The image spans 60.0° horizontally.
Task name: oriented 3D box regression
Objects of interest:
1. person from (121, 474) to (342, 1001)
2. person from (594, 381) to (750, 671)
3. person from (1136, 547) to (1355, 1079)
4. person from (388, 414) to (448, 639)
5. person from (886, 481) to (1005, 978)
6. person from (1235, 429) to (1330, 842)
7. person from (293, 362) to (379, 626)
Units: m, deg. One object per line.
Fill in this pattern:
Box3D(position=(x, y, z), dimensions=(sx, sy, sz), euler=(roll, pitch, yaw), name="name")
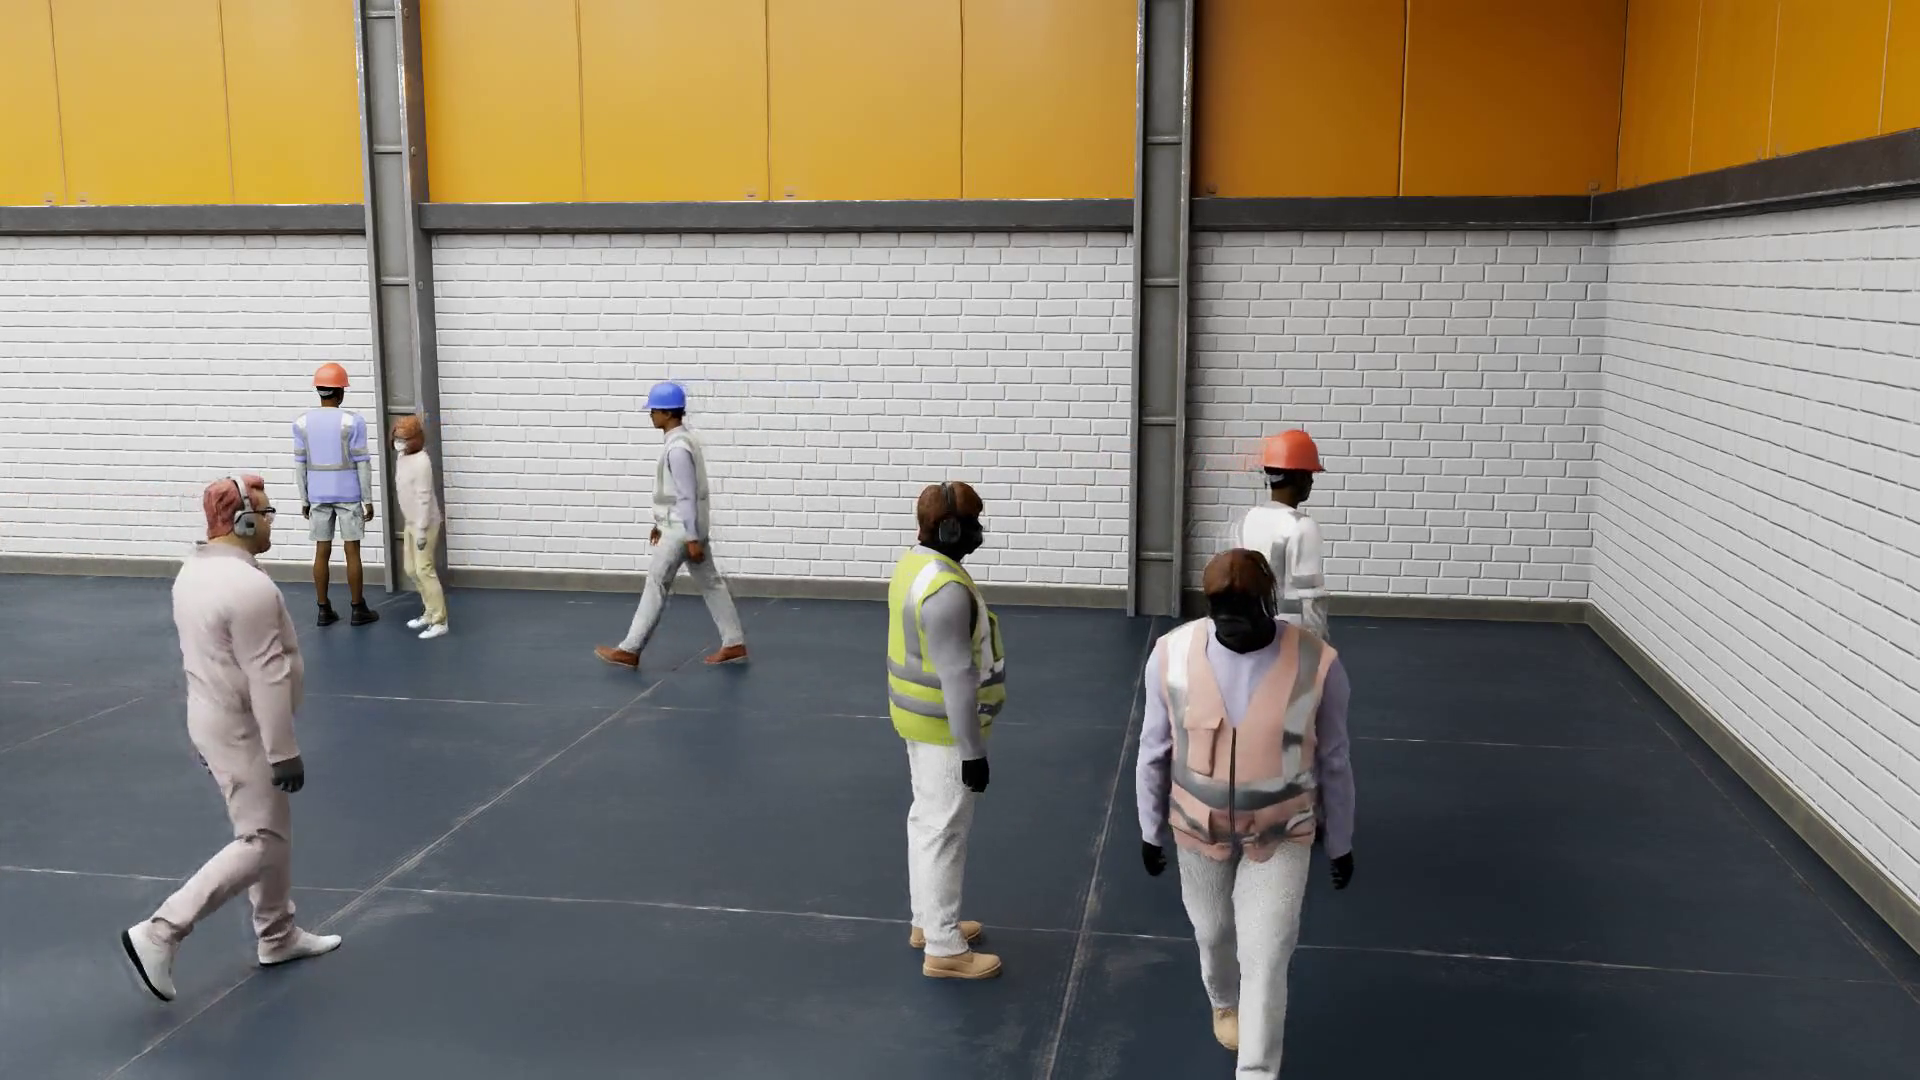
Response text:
Box3D(position=(-2.650, 0.706, 5.980), dimensions=(0.723, 1.881, 0.653), euler=(-7, 12, -38), name="person")
Box3D(position=(-1.855, -0.082, 10.816), dimensions=(1.017, 1.895, 0.602), euler=(0, 9, -2), name="person")
Box3D(position=(0.896, 0.881, 5.205), dimensions=(0.665, 1.796, 0.937), euler=(3, 10, 19), name="person")
Box3D(position=(-3.823, -0.095, 11.753), dimensions=(0.404, 1.604, 0.537), euler=(-7, 11, -36), name="person")
Box3D(position=(-0.048, 0.696, 6.176), dimensions=(0.430, 1.841, 0.646), euler=(-2, 9, -13), name="person")
Box3D(position=(1.366, 0.469, 7.345), dimensions=(0.814, 1.917, 0.556), euler=(-3, 10, -18), name="person")
Box3D(position=(-4.566, -0.328, 12.189), dimensions=(0.552, 1.937, 0.356), euler=(0, 9, 1), name="person")
